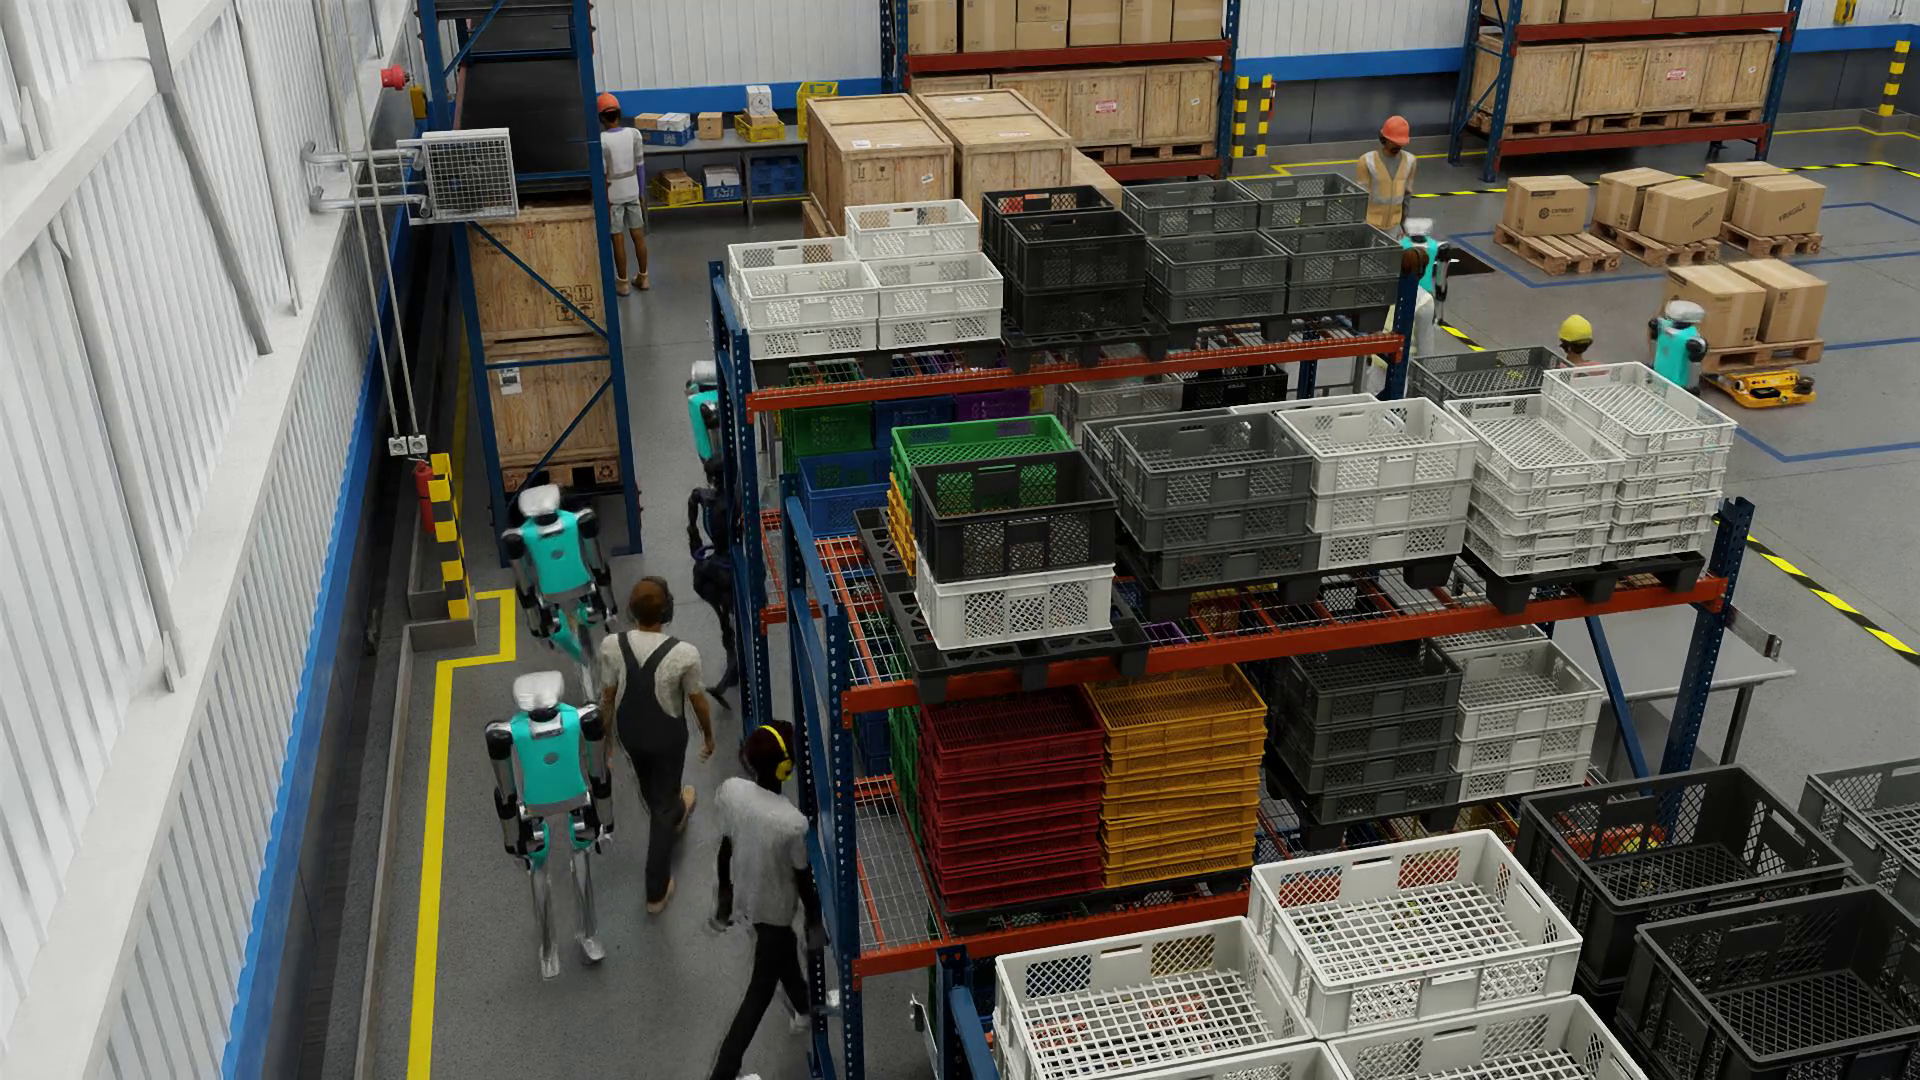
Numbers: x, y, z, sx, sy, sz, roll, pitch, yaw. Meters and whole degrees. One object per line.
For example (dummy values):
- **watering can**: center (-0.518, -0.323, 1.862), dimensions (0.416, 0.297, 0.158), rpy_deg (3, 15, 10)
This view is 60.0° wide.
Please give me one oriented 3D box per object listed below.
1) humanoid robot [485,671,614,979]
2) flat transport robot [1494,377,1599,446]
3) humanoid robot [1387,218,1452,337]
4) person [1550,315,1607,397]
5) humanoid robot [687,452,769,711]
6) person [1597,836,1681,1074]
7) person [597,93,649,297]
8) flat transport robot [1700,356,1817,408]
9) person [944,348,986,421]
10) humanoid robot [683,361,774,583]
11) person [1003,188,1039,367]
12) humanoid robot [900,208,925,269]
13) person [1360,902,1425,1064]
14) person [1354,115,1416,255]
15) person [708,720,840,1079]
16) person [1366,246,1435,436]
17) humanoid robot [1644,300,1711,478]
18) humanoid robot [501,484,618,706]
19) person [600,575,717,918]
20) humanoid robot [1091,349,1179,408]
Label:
- **humanoid robot**: center (-1.948, 1.285, 7.967), dimensions (0.530, 1.731, 0.722), rpy_deg (-10, 29, -18)
- **flat transport robot**: center (4.780, -1.036, 14.013), dimensions (0.659, 0.231, 1.431), rpy_deg (-6, 28, -12)
- **humanoid robot**: center (3.845, -1.922, 14.201), dimensions (0.537, 1.857, 0.811), rpy_deg (6, 28, 11)
- **person**: center (4.281, -0.758, 11.874), dimensions (0.524, 1.770, 0.303), rpy_deg (-5, 28, -10)
- **humanoid robot**: center (-1.448, 0.238, 10.112), dimensions (0.591, 1.644, 0.628), rpy_deg (16, 32, 27)
- **person**: center (2.624, 1.940, 6.784), dimensions (0.492, 1.740, 0.322), rpy_deg (14, 31, 25)
- **person**: center (-3.438, -3.461, 16.724), dimensions (0.605, 2.033, 0.389), rpy_deg (-24, 36, -38)
- **flat transport robot**: center (6.977, -1.575, 15.005), dimensions (0.652, 0.197, 1.431), rpy_deg (-6, 28, -12)
- **person**: center (0.003, -0.713, 11.635), dimensions (0.393, 1.916, 0.590), rpy_deg (-6, 28, -11)
- **humanoid robot**: center (-1.449, -0.337, 11.235), dimensions (0.717, 1.902, 0.541), rpy_deg (-10, 29, -18)
- **person**: center (0.546, -2.047, 14.147), dimensions (0.372, 1.932, 0.543), rpy_deg (-10, 29, -18)
- **humanoid robot**: center (-0.361, -2.185, 14.756), dimensions (0.766, 1.646, 0.600), rpy_deg (-6, 28, -12)
- **person**: center (1.546, 2.116, 6.371), dimensions (0.973, 1.816, 0.527), rpy_deg (-2, 28, -4)
- **person**: center (4.041, -3.046, 15.928), dimensions (0.605, 2.041, 0.383), rpy_deg (-6, 28, -12)
- **person**: center (-0.854, 1.614, 7.318), dimensions (0.510, 1.827, 0.942), rpy_deg (24, 36, 38)
- **person**: center (3.435, -1.405, 13.025), dimensions (0.429, 1.841, 0.633), rpy_deg (-18, 33, -31)
- **humanoid robot**: center (5.386, -0.939, 12.278), dimensions (0.802, 1.774, 0.549), rpy_deg (-9, 29, -16)
- **humanoid robot**: center (-2.376, 0.366, 9.790), dimensions (0.620, 1.757, 0.893), rpy_deg (-13, 31, -24)
- **person**: center (-1.513, 0.968, 8.561), dimensions (0.520, 1.800, 0.936), rpy_deg (6, 28, 12)
- **humanoid robot**: center (1.331, -1.190, 12.767), dimensions (1.046, 1.758, 0.554), rpy_deg (-1, 28, -2)
